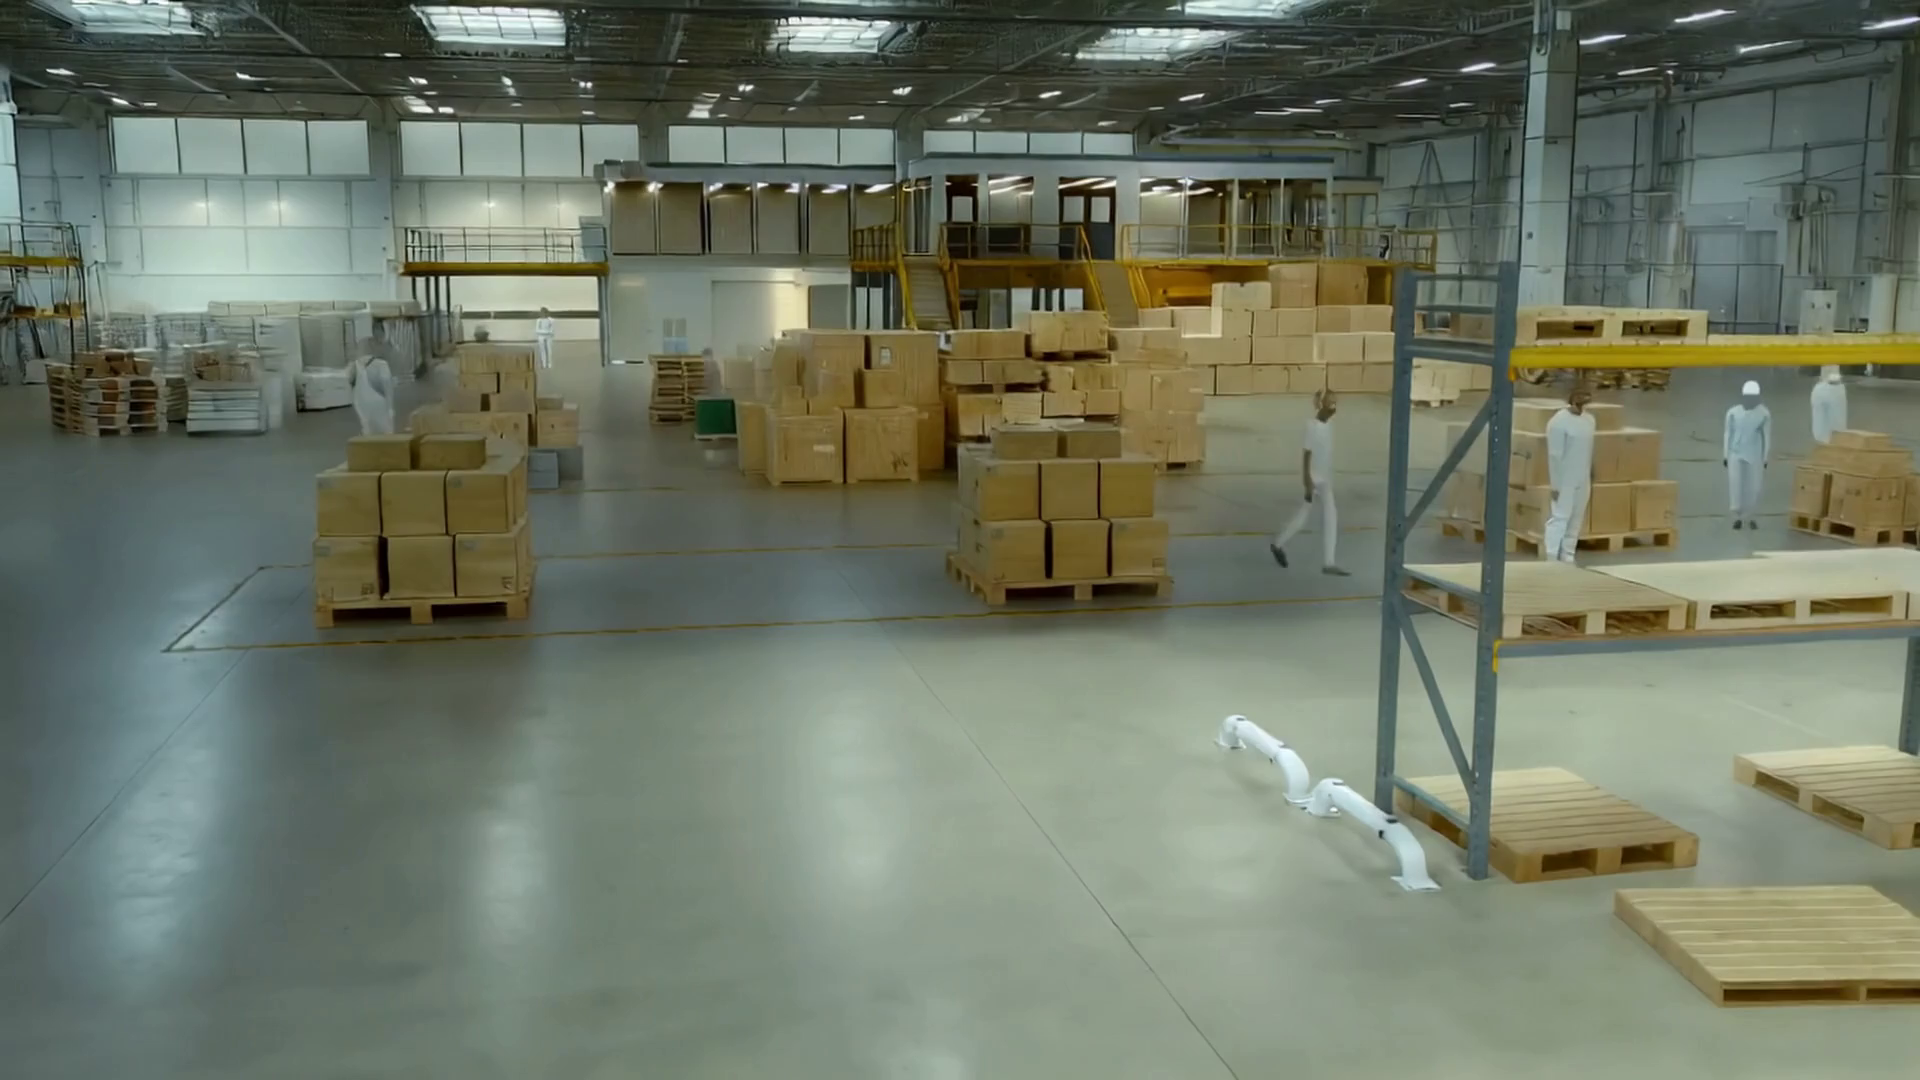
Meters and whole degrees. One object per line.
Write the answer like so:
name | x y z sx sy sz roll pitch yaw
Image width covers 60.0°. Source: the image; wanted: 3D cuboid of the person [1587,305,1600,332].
person | 18.047 -5.679 47.137 0.542 1.928 0.376 1 9 5

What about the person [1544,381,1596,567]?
person | 5.820 -0.544 15.821 0.628 1.935 0.373 -7 12 -36

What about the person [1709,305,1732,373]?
person | 21.584 -5.701 47.203 0.603 1.950 0.388 8 12 40

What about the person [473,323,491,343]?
person | -8.686 -2.947 30.276 0.609 1.996 0.383 -7 12 -37

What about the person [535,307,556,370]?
person | -12.130 -5.886 48.686 0.593 1.859 0.633 0 9 0

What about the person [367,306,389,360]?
person | -14.623 -4.879 41.939 0.605 2.034 0.397 5 10 27

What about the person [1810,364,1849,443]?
person | 10.555 -1.242 20.205 0.735 1.898 0.424 -6 11 -33

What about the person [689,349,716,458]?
person | -3.895 -2.143 26.166 0.702 1.740 0.536 -3 10 -20

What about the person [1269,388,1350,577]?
person | 3.442 -0.576 16.307 0.532 1.841 0.842 -8 12 -41

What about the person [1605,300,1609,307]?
person | 20.402 -6.593 52.601 0.646 1.958 0.803 -3 10 -17

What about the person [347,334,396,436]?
person | -8.686 -2.043 24.629 0.699 2.000 0.605 4 10 21

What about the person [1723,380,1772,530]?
person | 8.981 -0.962 19.012 0.485 1.730 0.452 5 10 26
